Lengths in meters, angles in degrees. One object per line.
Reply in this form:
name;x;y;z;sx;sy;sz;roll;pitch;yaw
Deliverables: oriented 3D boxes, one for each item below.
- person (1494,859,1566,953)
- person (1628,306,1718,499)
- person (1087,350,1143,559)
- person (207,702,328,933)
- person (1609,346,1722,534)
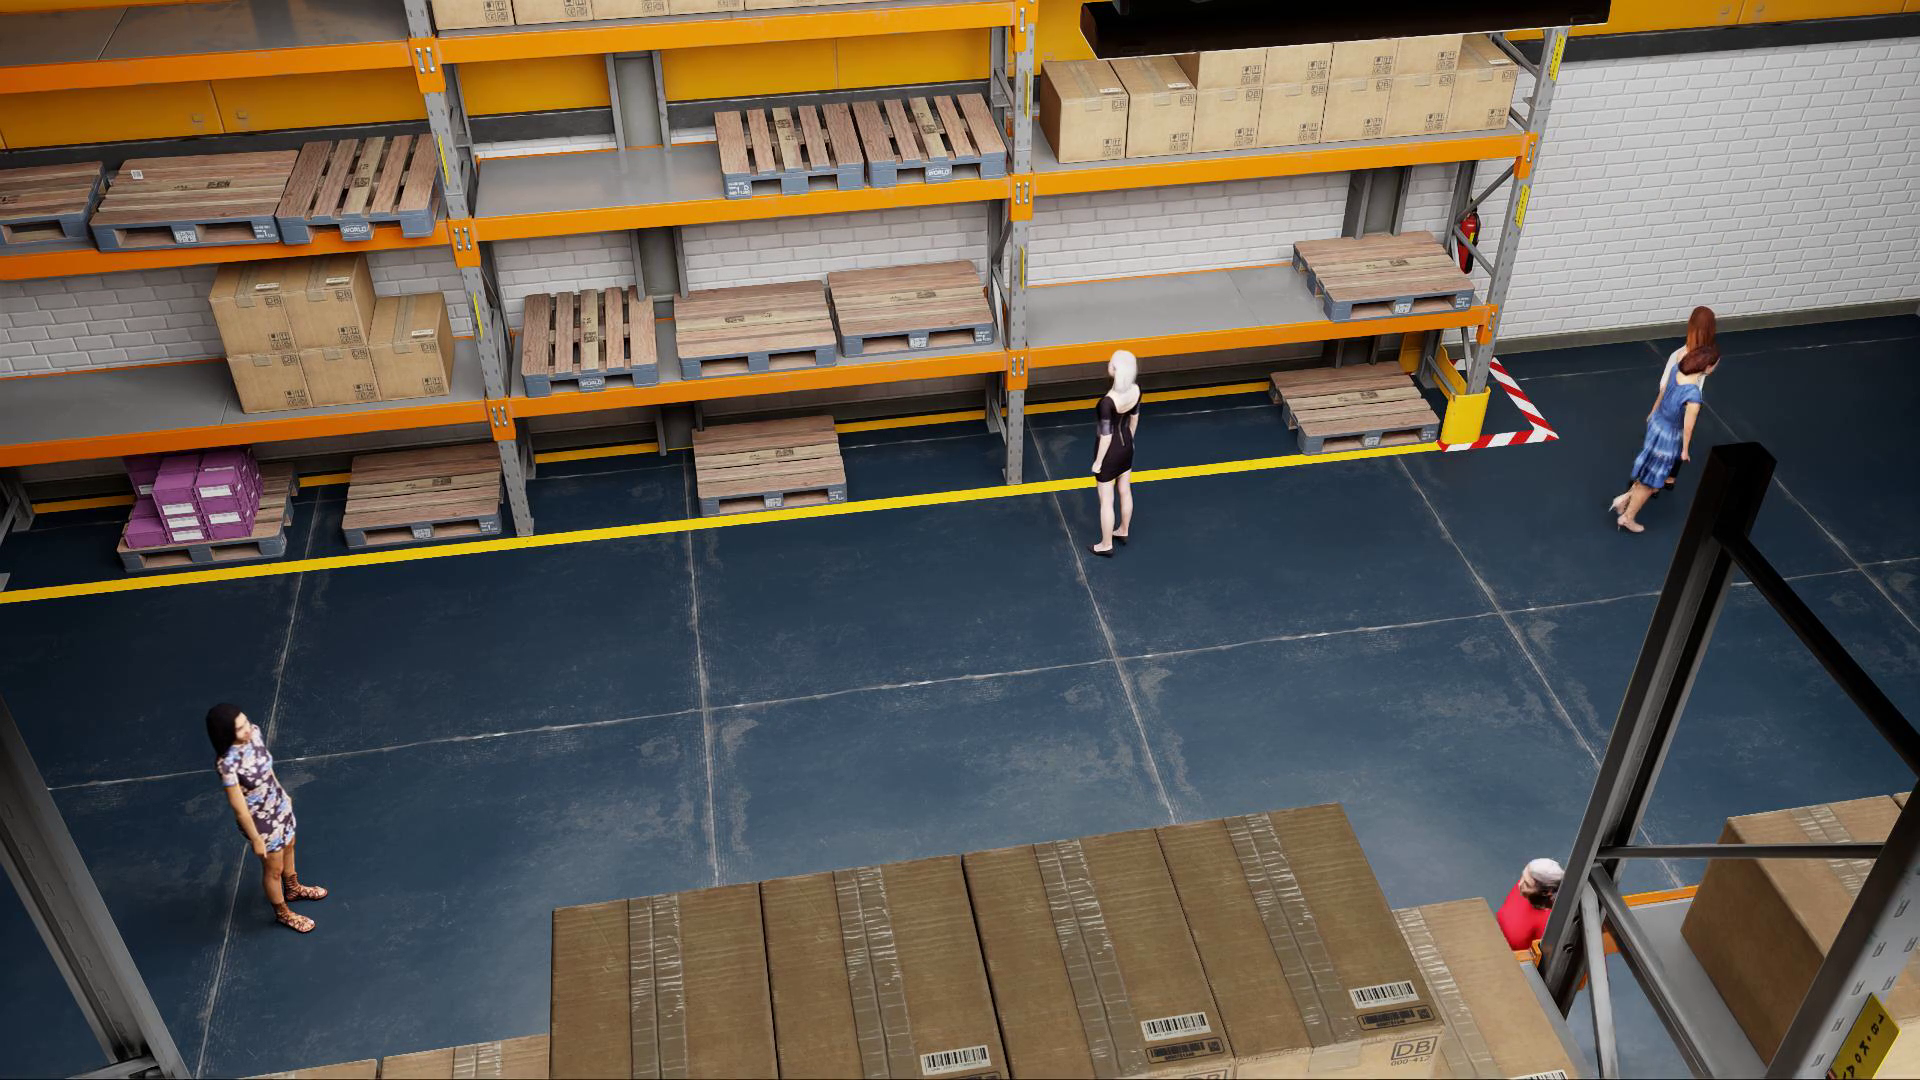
person;3.132;2.319;9.034;0.728;1.677;0.582;-5;39;-6
person;5.748;-1.096;13.276;0.579;1.720;0.711;-24;44;-27
person;1.179;-0.655;12.640;0.616;1.825;0.719;-31;48;-33
person;-4.126;1.620;9.865;0.579;1.733;0.646;2;39;2
person;5.319;-0.730;12.770;0.727;1.779;0.734;-2;39;-2
